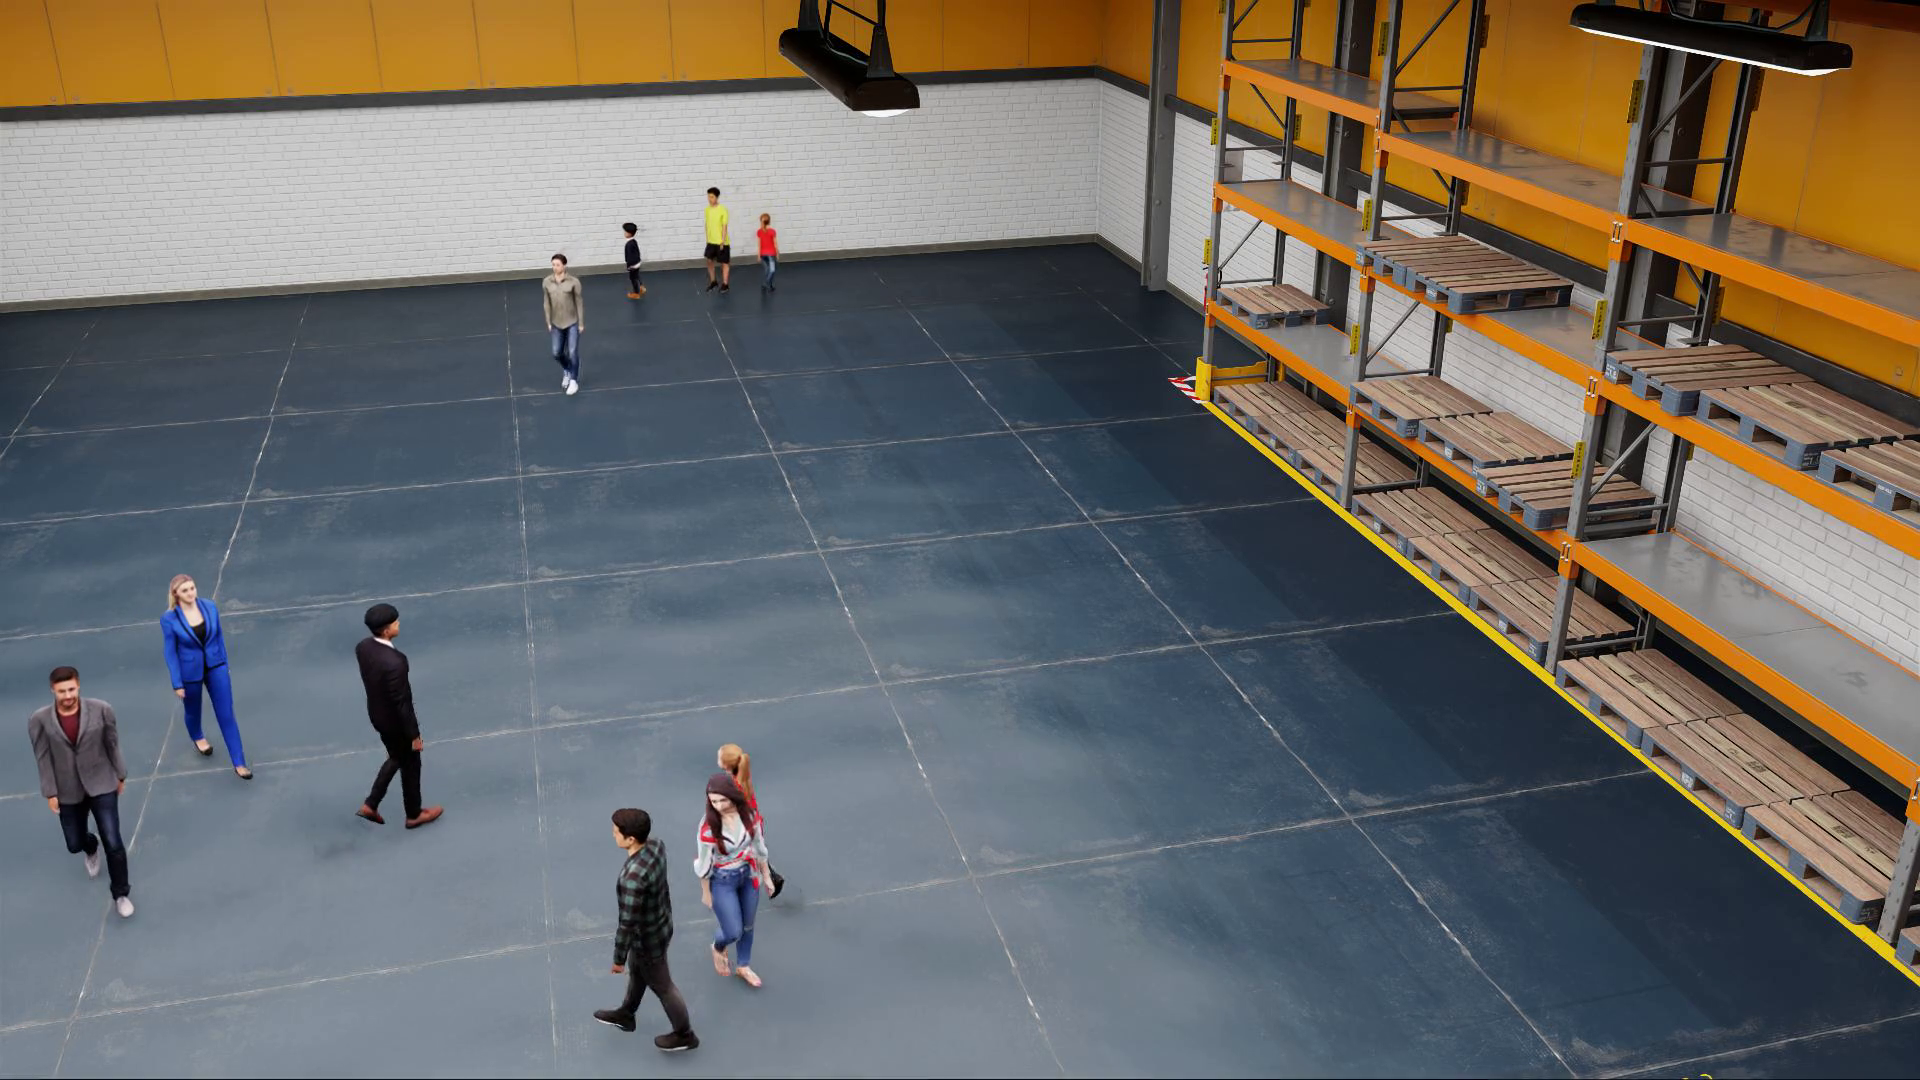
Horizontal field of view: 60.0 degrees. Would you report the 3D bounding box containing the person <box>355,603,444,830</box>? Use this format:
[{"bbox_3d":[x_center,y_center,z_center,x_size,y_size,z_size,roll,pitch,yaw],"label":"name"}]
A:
[{"bbox_3d":[-4.230,1.337,12.195,0.970,1.874,1.005,21,31,39],"label":"person"}]

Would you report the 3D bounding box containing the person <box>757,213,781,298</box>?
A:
[{"bbox_3d":[-3.048,-4.478,26.221,0.746,1.294,0.880,8,25,17],"label":"person"}]

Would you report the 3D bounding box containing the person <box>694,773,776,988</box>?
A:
[{"bbox_3d":[-1.503,2.148,10.676,0.737,1.604,0.777,-21,31,-39],"label":"person"}]

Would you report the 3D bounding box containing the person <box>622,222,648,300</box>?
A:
[{"bbox_3d":[-5.077,-4.377,26.088,0.662,1.215,0.583,5,24,12],"label":"person"}]

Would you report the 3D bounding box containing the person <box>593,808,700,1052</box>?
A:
[{"bbox_3d":[-1.803,2.342,9.964,0.939,1.701,1.005,2,24,5],"label":"person"}]

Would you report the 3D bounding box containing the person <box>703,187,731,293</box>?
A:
[{"bbox_3d":[-3.794,-4.784,26.420,0.760,1.695,0.812,11,26,24],"label":"person"}]

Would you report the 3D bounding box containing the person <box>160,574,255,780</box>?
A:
[{"bbox_3d":[-6.038,1.052,13.126,1.000,1.649,1.228,-21,32,-40],"label":"person"}]

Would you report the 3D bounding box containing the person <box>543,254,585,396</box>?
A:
[{"bbox_3d":[-5.131,-2.859,21.816,0.822,1.855,0.858,2,24,5],"label":"person"}]

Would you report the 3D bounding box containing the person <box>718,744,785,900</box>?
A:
[{"bbox_3d":[-1.489,1.977,11.485,0.804,1.269,0.777,10,25,21],"label":"person"}]

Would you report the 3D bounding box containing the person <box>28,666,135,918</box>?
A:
[{"bbox_3d":[-6.023,1.681,11.439,0.785,1.849,1.078,-11,26,-23],"label":"person"}]
